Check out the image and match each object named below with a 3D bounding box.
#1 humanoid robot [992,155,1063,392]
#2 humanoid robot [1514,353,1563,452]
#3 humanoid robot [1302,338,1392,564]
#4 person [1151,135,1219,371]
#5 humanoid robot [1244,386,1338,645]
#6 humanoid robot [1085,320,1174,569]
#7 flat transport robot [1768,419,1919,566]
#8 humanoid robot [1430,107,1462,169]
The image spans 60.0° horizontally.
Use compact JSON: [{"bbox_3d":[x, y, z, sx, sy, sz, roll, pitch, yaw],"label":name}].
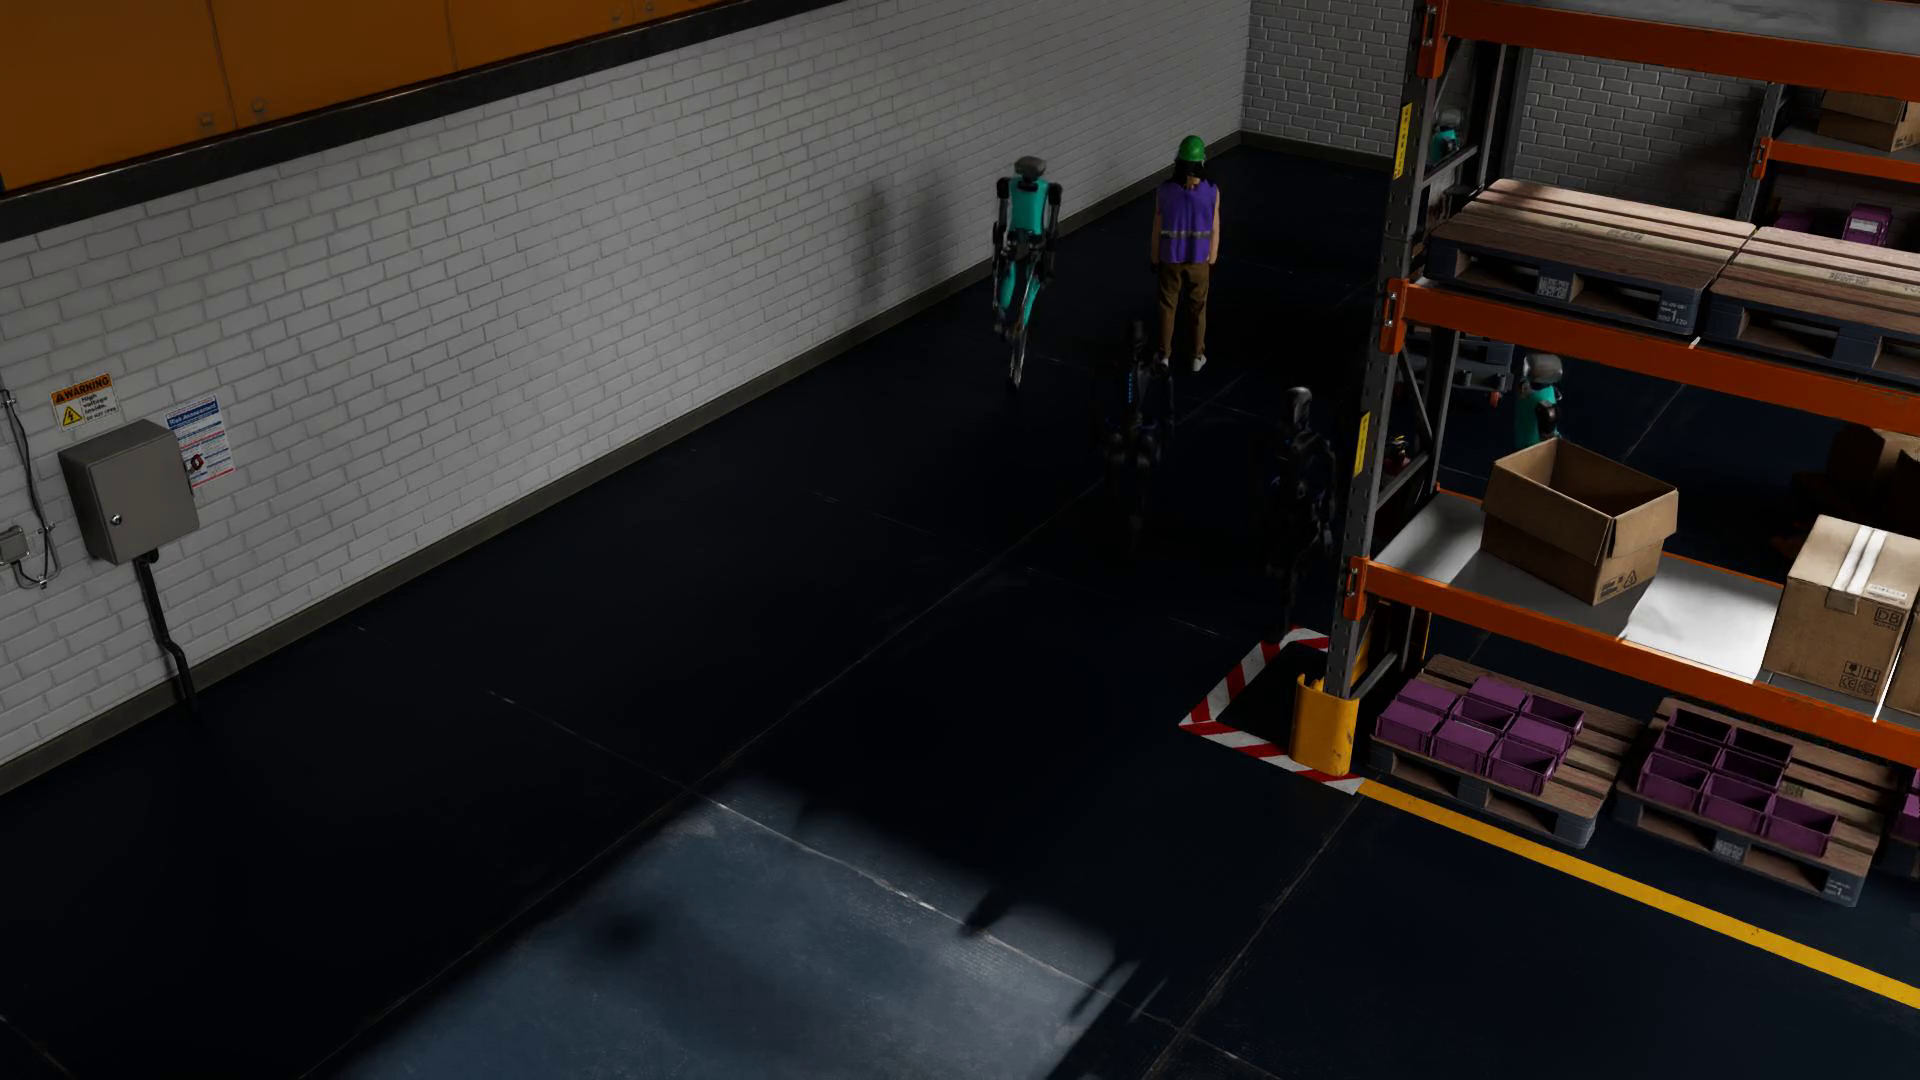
[{"bbox_3d":[0.444,-2.049,13.173,0.558,1.817,0.895,8,31,14],"label":"humanoid robot"},{"bbox_3d":[3.713,-0.272,10.130,0.892,1.846,0.562,-1,30,-1],"label":"humanoid robot"},{"bbox_3d":[2.622,-0.538,10.631,0.746,1.654,0.592,-10,31,-17],"label":"humanoid robot"},{"bbox_3d":[1.791,-2.268,13.311,0.534,1.930,0.423,2,30,4],"label":"person"},{"bbox_3d":[2.029,-0.182,9.955,0.598,1.642,0.518,22,37,33],"label":"humanoid robot"},{"bbox_3d":[1.107,-0.657,10.778,0.588,1.635,0.599,5,30,8],"label":"humanoid robot"},{"bbox_3d":[6.152,0.092,10.881,1.431,0.231,0.659,-2,30,-4],"label":"flat transport robot"},{"bbox_3d":[4.488,-2.877,14.627,0.897,1.839,0.558,2,30,3],"label":"humanoid robot"}]
